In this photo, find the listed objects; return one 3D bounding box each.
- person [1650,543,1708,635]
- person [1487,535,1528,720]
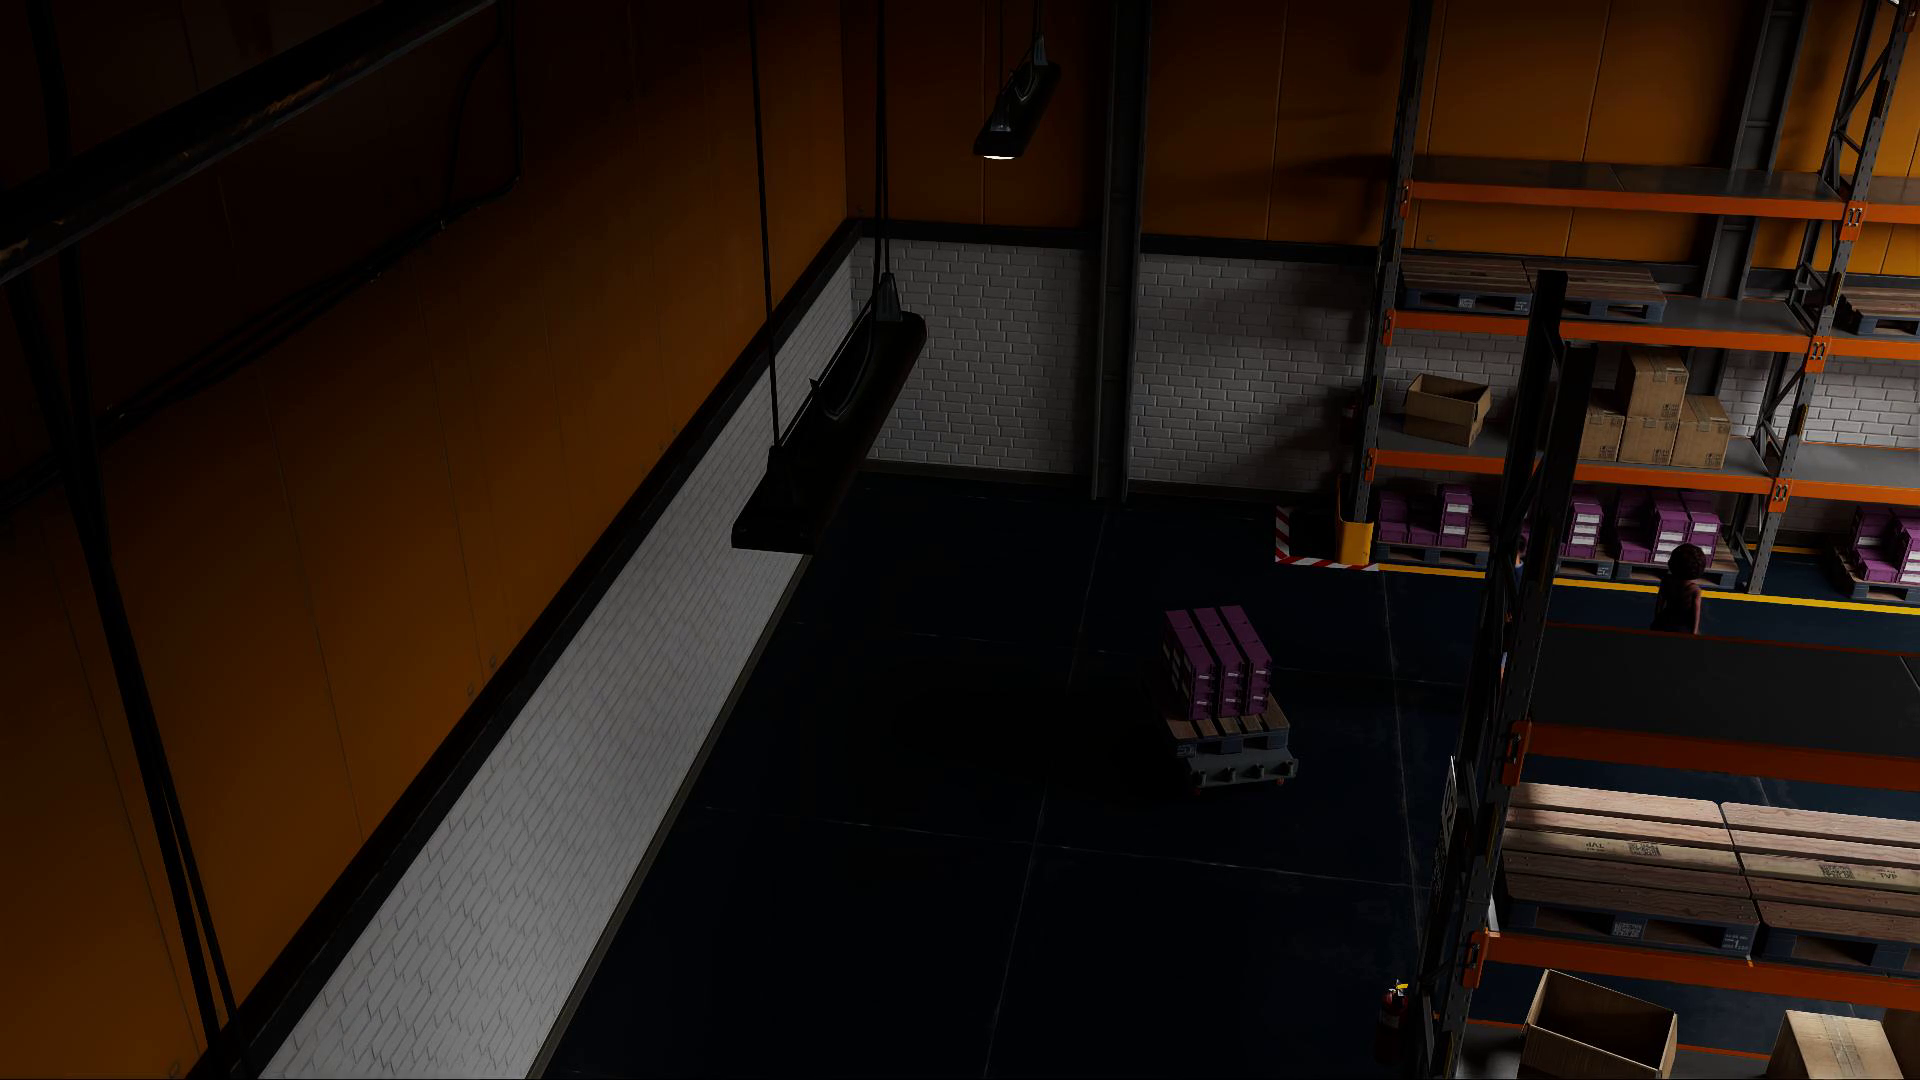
[{"bbox_3d":[6.242,0.845,14.589,0.716,1.789,0.648,-21,35,-33],"label":"person"},{"bbox_3d":[4.813,0.751,14.705,0.580,1.843,0.634,1,29,3],"label":"person"}]
